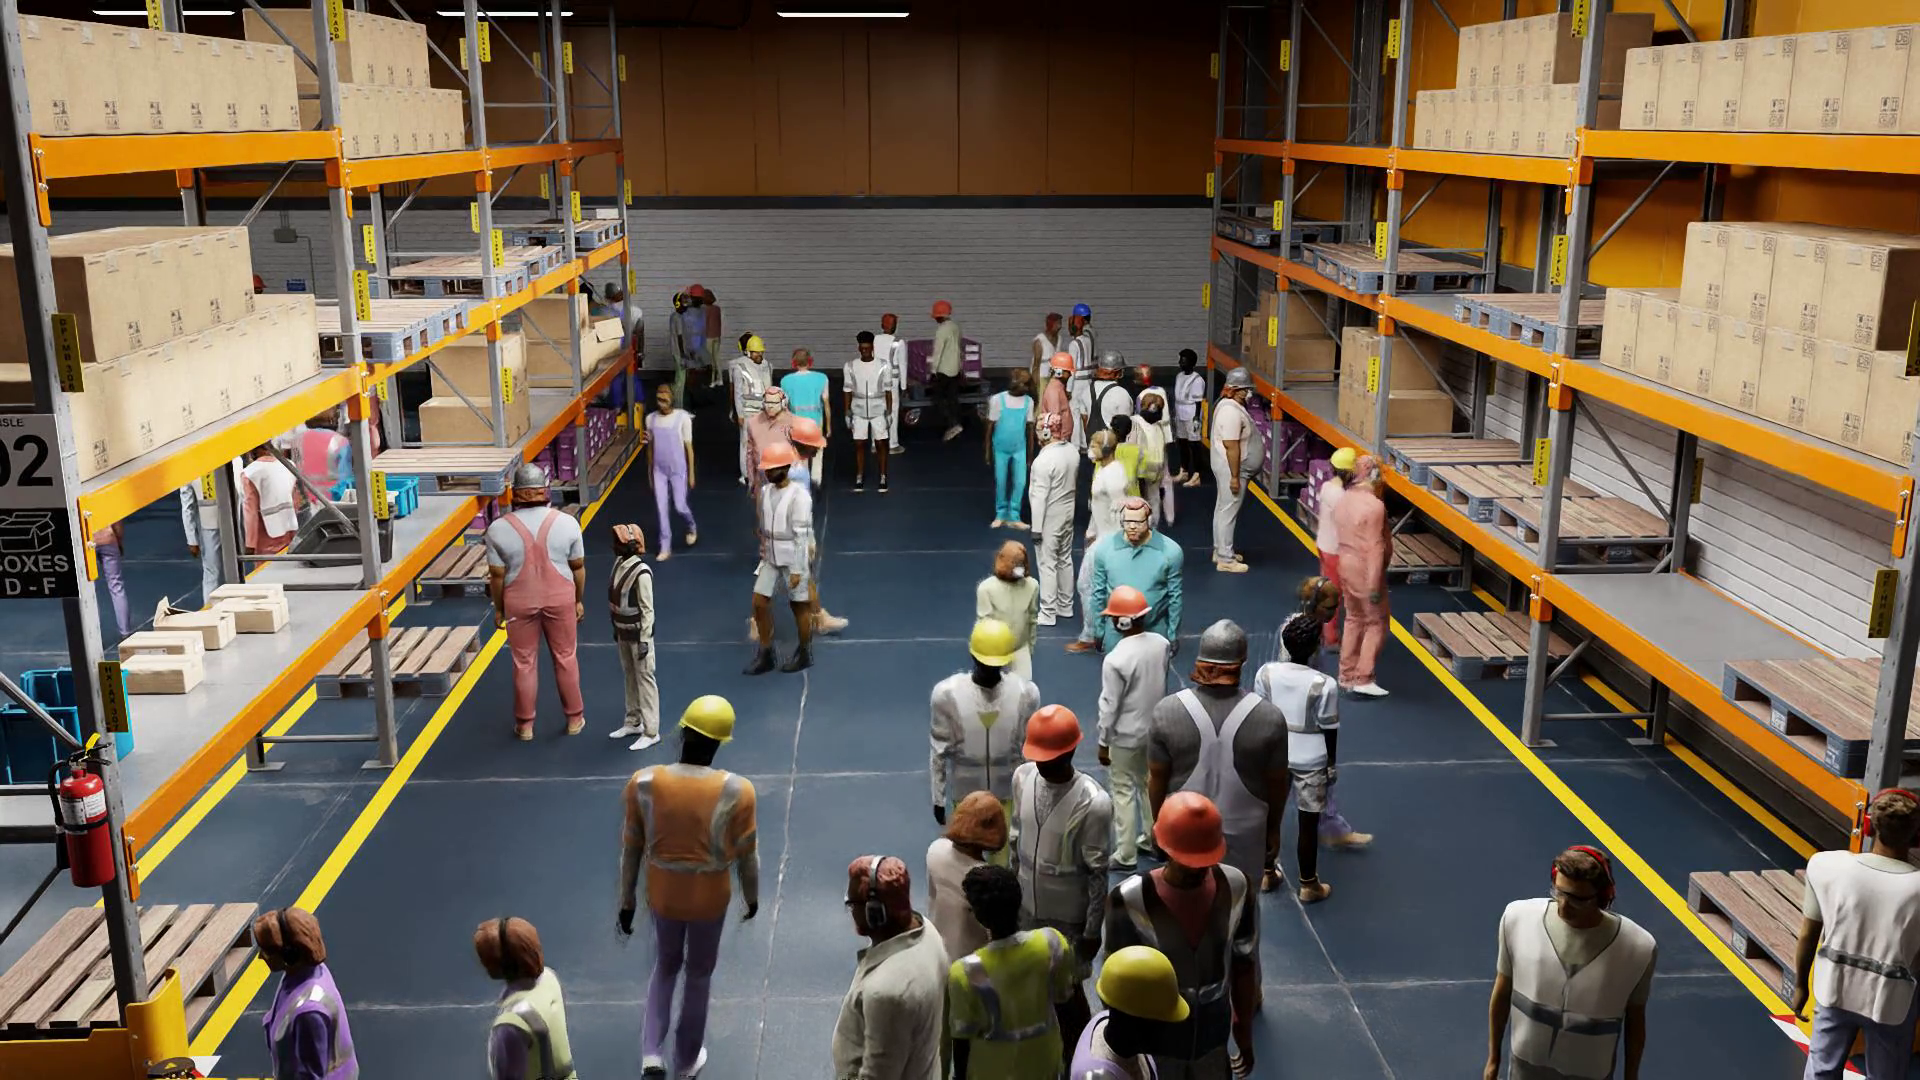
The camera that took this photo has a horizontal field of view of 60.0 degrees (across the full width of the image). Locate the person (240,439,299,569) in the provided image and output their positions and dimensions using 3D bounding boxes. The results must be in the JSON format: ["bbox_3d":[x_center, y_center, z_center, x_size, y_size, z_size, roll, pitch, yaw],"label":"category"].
[{"bbox_3d":[-5.851,-0.050,14.189,0.396,1.908,0.599,4,15,16],"label":"person"}]

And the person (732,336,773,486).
[{"bbox_3d":[-2.492,-1.586,20.359,0.404,1.832,0.594,13,19,42],"label":"person"}]

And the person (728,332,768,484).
[{"bbox_3d":[-2.582,-1.614,20.395,0.521,1.873,0.336,-1,14,-5],"label":"person"}]

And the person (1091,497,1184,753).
[{"bbox_3d":[1.218,0.628,11.545,0.644,1.900,0.399,4,15,14],"label":"person"}]

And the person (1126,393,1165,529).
[{"bbox_3d":[1.772,-0.533,16.304,0.434,1.817,0.669,12,19,40],"label":"person"}]

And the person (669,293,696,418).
[{"bbox_3d":[-4.180,-2.764,24.923,0.311,1.862,0.532,-5,15,-18],"label":"person"}]

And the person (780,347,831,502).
[{"bbox_3d":[-1.785,-1.316,19.339,0.575,1.822,0.635,-1,14,-5],"label":"person"}]

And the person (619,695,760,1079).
[{"bbox_3d":[-1.231,1.626,7.659,0.635,1.884,0.436,2,14,8],"label":"person"}]

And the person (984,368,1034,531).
[{"bbox_3d":[0.519,-0.985,18.073,0.553,1.804,0.499,-4,15,-14],"label":"person"}]

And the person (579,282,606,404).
[{"bbox_3d":[-5.755,-3.099,26.158,0.390,1.911,0.585,-7,16,-25],"label":"person"}]

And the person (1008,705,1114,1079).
[{"bbox_3d":[0.419,1.645,7.503,0.549,1.926,0.388,13,19,41],"label":"person"}]

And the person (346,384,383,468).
[{"bbox_3d":[-7.564,-1.869,21.172,0.617,1.986,0.408,3,15,13],"label":"person"}]

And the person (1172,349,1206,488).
[{"bbox_3d":[2.784,-1.492,20.278,0.319,1.691,0.536,-7,16,-25],"label":"person"}]

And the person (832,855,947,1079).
[{"bbox_3d":[-0.261,2.035,6.024,0.399,1.895,0.657,2,14,9],"label":"person"}]

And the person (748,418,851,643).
[{"bbox_3d":[-1.428,-0.082,14.202,0.887,1.972,0.649,-3,15,-10],"label":"person"}]

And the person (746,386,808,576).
[{"bbox_3d":[-1.792,-0.558,16.207,0.643,1.901,0.397,5,15,18],"label":"person"}]

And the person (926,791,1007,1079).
[{"bbox_3d":[0.029,1.861,7.244,0.567,1.624,0.341,14,20,43],"label":"person"}]

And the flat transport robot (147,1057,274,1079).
[{"bbox_3d":[-3.353,2.628,6.931,0.652,0.197,1.431,0,14,1],"label":"flat transport robot"}]

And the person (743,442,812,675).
[{"bbox_3d":[-1.467,0.178,13.284,0.546,1.914,0.722,11,18,36],"label":"person"}]

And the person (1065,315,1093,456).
[{"bbox_3d":[1.563,-2.056,22.124,0.370,1.879,0.584,7,16,27],"label":"person"}]

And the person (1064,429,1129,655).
[{"bbox_3d":[1.148,0.015,13.910,0.757,1.912,0.627,1,14,5],"label":"person"}]

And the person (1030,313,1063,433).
[{"bbox_3d":[1.126,-2.249,23.001,0.627,1.817,0.583,13,20,42],"label":"person"}]

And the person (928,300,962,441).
[{"bbox_3d":[-0.186,-2.339,23.048,0.443,1.967,0.706,6,16,24],"label":"person"}]

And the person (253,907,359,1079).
[{"bbox_3d":[-2.400,2.123,6.209,0.313,1.631,0.525,-7,16,-25],"label":"person"}]

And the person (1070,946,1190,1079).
[{"bbox_3d":[0.524,2.186,5.397,0.394,1.913,0.591,2,14,8],"label":"person"}]

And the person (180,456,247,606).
[{"bbox_3d":[-6.396,-0.087,14.337,0.408,1.907,0.598,9,17,32],"label":"person"}]

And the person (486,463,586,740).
[{"bbox_3d":[-3.052,0.430,12.030,0.678,2.000,0.537,-4,15,-16],"label":"person"}]

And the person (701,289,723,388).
[{"bbox_3d":[-4.158,-3.354,27.696,0.266,1.632,0.507,9,17,31],"label":"person"}]

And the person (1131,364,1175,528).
[{"bbox_3d":[2.076,-1.025,18.211,0.631,1.802,0.597,10,18,35],"label":"person"}]

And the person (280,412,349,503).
[{"bbox_3d":[-6.423,-0.669,16.583,0.624,1.911,0.963,-2,14,-7],"label":"person"}]

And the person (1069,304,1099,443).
[{"bbox_3d":[1.706,-2.278,22.866,0.400,1.938,0.602,3,15,13],"label":"person"}]

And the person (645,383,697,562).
[{"bbox_3d":[-2.930,-0.711,16.936,0.528,1.825,0.589,3,15,13],"label":"person"}]

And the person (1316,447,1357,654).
[{"bbox_3d":[3.154,0.085,13.939,0.317,1.768,0.533,-1,14,-6],"label":"person"}]

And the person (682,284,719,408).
[{"bbox_3d":[-4.009,-2.981,25.668,0.621,1.914,0.549,11,18,38],"label":"person"}]

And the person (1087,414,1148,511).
[{"bbox_3d":[1.470,-0.386,15.951,0.540,1.681,0.631,-7,16,-25],"label":"person"}]

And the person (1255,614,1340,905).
[{"bbox_3d":[1.921,1.247,9.510,0.532,1.697,0.319,11,18,37],"label":"person"}]

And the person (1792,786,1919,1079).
[{"bbox_3d":[3.657,1.888,6.719,0.562,1.837,0.388,12,18,38],"label":"person"}]

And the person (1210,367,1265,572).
[{"bbox_3d":[2.757,-0.717,16.534,0.535,2.000,0.687,1,14,3],"label":"person"}]

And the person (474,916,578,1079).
[{"bbox_3d":[-1.554,2.148,6.104,0.343,1.629,0.591,0,14,-2],"label":"person"}]

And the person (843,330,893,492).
[{"bbox_3d":[-1.098,-1.538,19.934,0.606,1.960,0.365,1,14,4],"label":"person"}]

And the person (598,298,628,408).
[{"bbox_3d":[-5.341,-2.885,25.612,0.602,1.748,0.558,-12,19,-40],"label":"person"}]

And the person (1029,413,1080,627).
[{"bbox_3d":[0.799,-0.184,14.732,0.400,1.901,0.647,9,17,32],"label":"person"}]

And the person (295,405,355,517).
[{"bbox_3d":[-5.974,-0.377,15.664,0.646,1.816,0.724,5,15,17],"label":"person"}]

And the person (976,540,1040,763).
[{"bbox_3d":[0.306,0.752,11.663,0.502,1.593,0.842,-5,15,-21],"label":"person"}]

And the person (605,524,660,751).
[{"bbox_3d":[-2.327,0.678,11.855,0.309,1.641,0.513,-10,17,-34],"label":"person"}]

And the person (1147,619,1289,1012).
[{"bbox_3d":[1.281,1.374,8.327,0.685,2.000,0.535,3,15,11],"label":"person"}]

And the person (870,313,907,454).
[{"bbox_3d":[-0.981,-2.092,22.275,0.581,1.877,0.372,7,16,26],"label":"person"}]

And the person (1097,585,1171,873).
[{"bbox_3d":[1.011,1.117,9.933,0.358,1.742,0.569,14,20,43],"label":"person"}]

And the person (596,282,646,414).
[{"bbox_3d":[-5.168,-2.930,25.220,0.716,2.000,0.583,-6,16,-23],"label":"person"}]

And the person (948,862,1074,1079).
[{"bbox_3d":[0.227,2.051,6.393,0.569,1.669,0.453,-7,16,-27],"label":"person"}]

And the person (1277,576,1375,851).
[{"bbox_3d":[2.078,1.070,10.023,0.880,1.786,0.603,3,15,11],"label":"person"}]

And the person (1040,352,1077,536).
[{"bbox_3d":[1.048,-1.022,17.835,0.387,1.989,0.608,0,14,1],"label":"person"}]

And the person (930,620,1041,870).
[{"bbox_3d":[0.135,1.307,8.897,0.590,1.902,0.595,-1,14,-2],"label":"person"}]

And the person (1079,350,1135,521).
[{"bbox_3d":[1.626,-1.013,17.694,0.536,2.000,0.676,-11,18,-38],"label":"person"}]

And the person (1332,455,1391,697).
[{"bbox_3d":[3.161,0.280,12.994,0.394,1.870,0.725,-4,15,-15],"label":"person"}]

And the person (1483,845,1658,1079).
[{"bbox_3d":[2.285,1.992,6.302,0.563,1.838,0.390,7,16,24],"label":"person"}]

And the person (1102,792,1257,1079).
[{"bbox_3d":[0.839,1.895,6.314,0.612,2.030,0.410,-4,15,-14],"label":"person"}]
